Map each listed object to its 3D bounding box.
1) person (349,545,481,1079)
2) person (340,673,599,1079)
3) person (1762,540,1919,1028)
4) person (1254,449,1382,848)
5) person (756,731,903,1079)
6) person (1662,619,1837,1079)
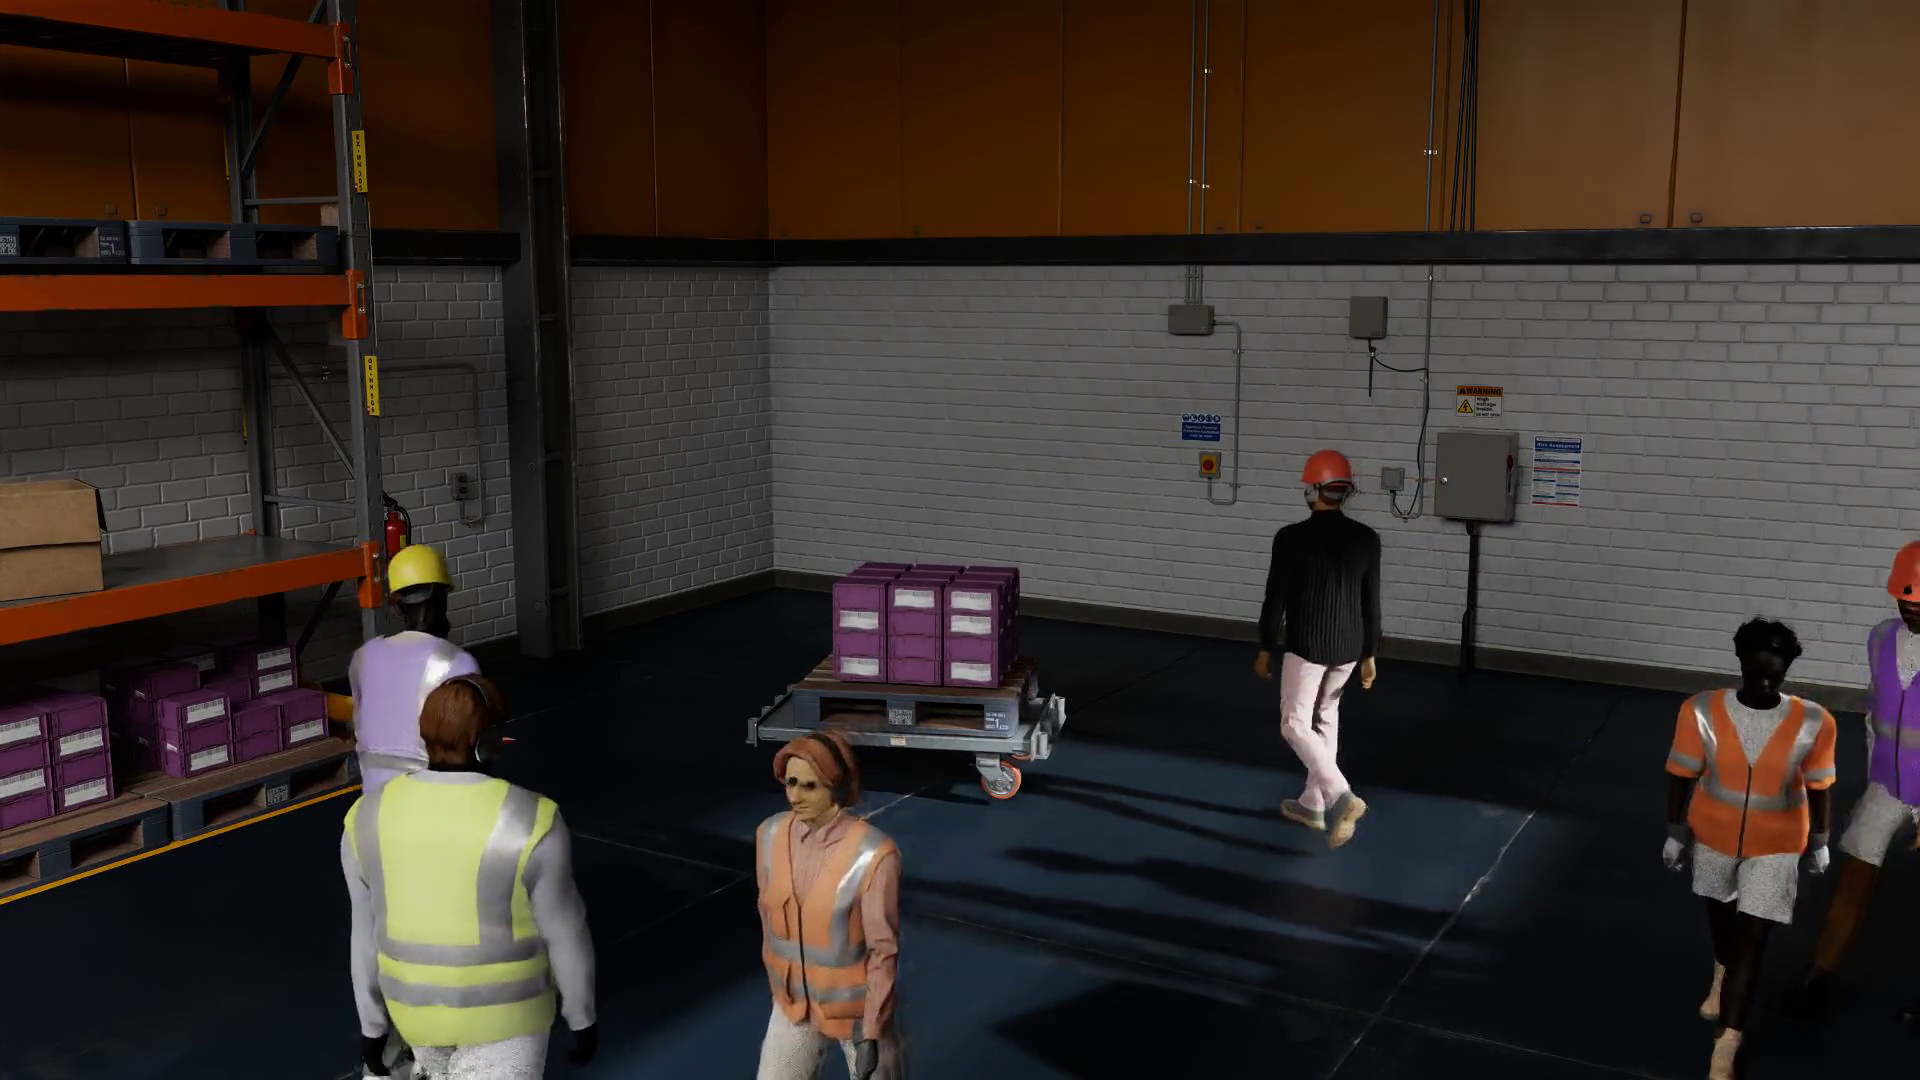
[{"bbox_3d":[-1.911,0.972,5.845,0.601,1.878,0.711,4,10,22],"label":"person"},{"bbox_3d":[-1.289,1.245,4.420,0.635,1.805,0.878,2,9,12],"label":"person"},{"bbox_3d":[3.442,0.930,6.121,0.926,1.884,0.538,-4,10,-24],"label":"person"},{"bbox_3d":[1.833,0.541,8.255,0.605,1.973,0.774,-4,10,-22],"label":"person"},{"bbox_3d":[-0.383,1.314,4.596,0.523,1.589,0.858,5,11,30],"label":"person"},{"bbox_3d":[2.838,1.067,6.008,0.540,1.641,0.883,5,11,31],"label":"person"}]
